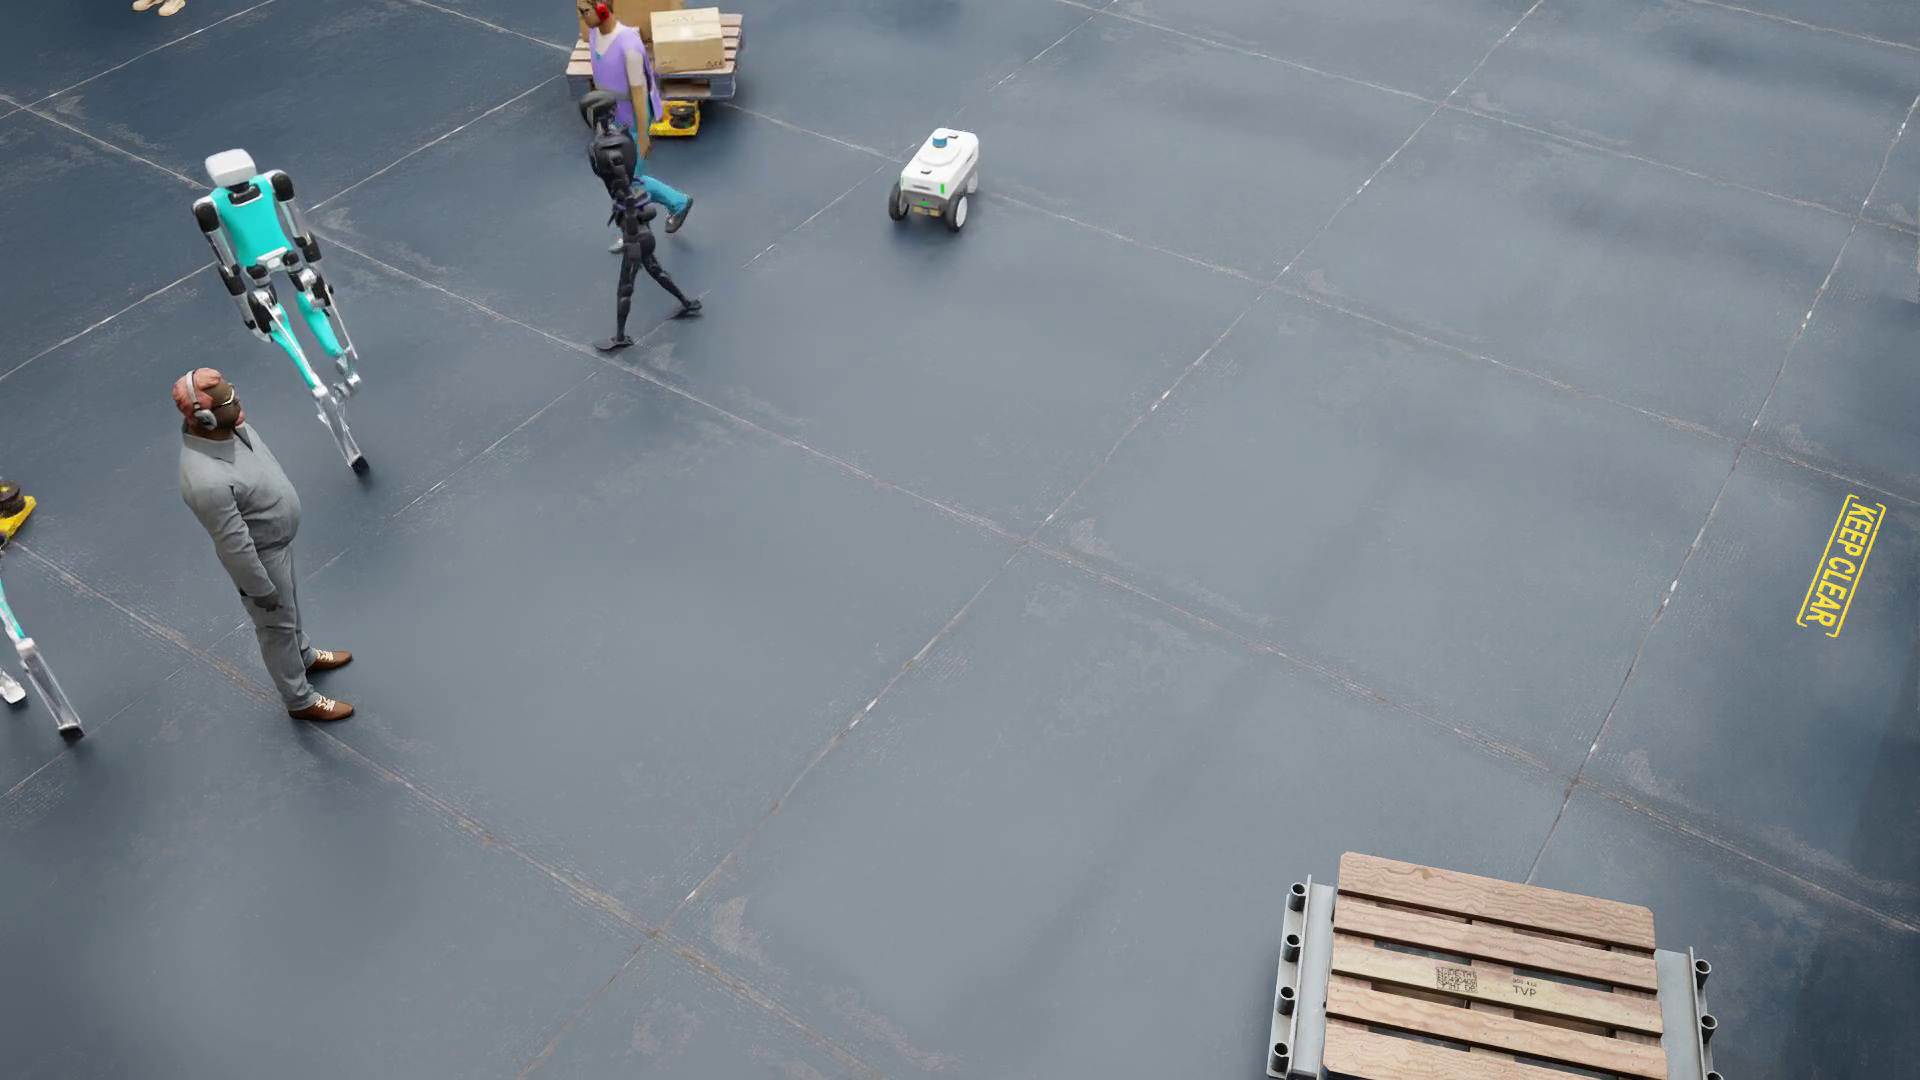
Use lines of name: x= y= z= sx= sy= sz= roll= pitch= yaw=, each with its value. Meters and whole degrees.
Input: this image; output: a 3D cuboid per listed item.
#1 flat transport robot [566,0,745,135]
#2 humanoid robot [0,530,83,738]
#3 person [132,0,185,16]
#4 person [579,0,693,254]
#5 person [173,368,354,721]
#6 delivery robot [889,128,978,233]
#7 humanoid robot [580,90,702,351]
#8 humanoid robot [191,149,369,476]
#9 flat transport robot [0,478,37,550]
flat transport robot: x=-2.271 y=-3.495 z=12.690 sx=0.659 sy=0.231 sz=1.431 roll=0 pitch=42 yaw=-1
humanoid robot: x=-4.456 y=0.211 z=7.498 sx=0.853 sy=1.862 sz=0.554 roll=34 pitch=52 yaw=32
person: x=-6.679 y=-5.104 z=13.388 sx=0.476 sy=1.739 sz=0.323 roll=18 pitch=45 yaw=19
person: x=-2.107 y=-2.691 z=10.628 sx=0.510 sy=1.818 sz=0.584 roll=-28 pitch=49 yaw=-28
person: x=-3.146 y=0.028 z=7.517 sx=0.414 sy=1.913 sz=0.641 roll=-10 pitch=43 yaw=-11
delivery robot: x=-0.144 y=-2.478 z=11.347 sx=0.499 sy=0.606 sz=0.796 roll=14 pitch=44 yaw=15
humanoid robot: x=-1.963 y=-1.923 z=9.911 sx=0.747 sy=1.631 sz=0.610 roll=-14 pitch=44 yaw=-16
humanoid robot: x=-3.533 y=-1.161 z=8.999 sx=0.561 sy=1.777 sz=0.978 roll=-30 pitch=50 yaw=-29
flat transport robot: x=-5.795 y=-0.081 z=8.870 sx=1.431 sy=0.231 sz=0.659 roll=4 pitch=42 yaw=4
